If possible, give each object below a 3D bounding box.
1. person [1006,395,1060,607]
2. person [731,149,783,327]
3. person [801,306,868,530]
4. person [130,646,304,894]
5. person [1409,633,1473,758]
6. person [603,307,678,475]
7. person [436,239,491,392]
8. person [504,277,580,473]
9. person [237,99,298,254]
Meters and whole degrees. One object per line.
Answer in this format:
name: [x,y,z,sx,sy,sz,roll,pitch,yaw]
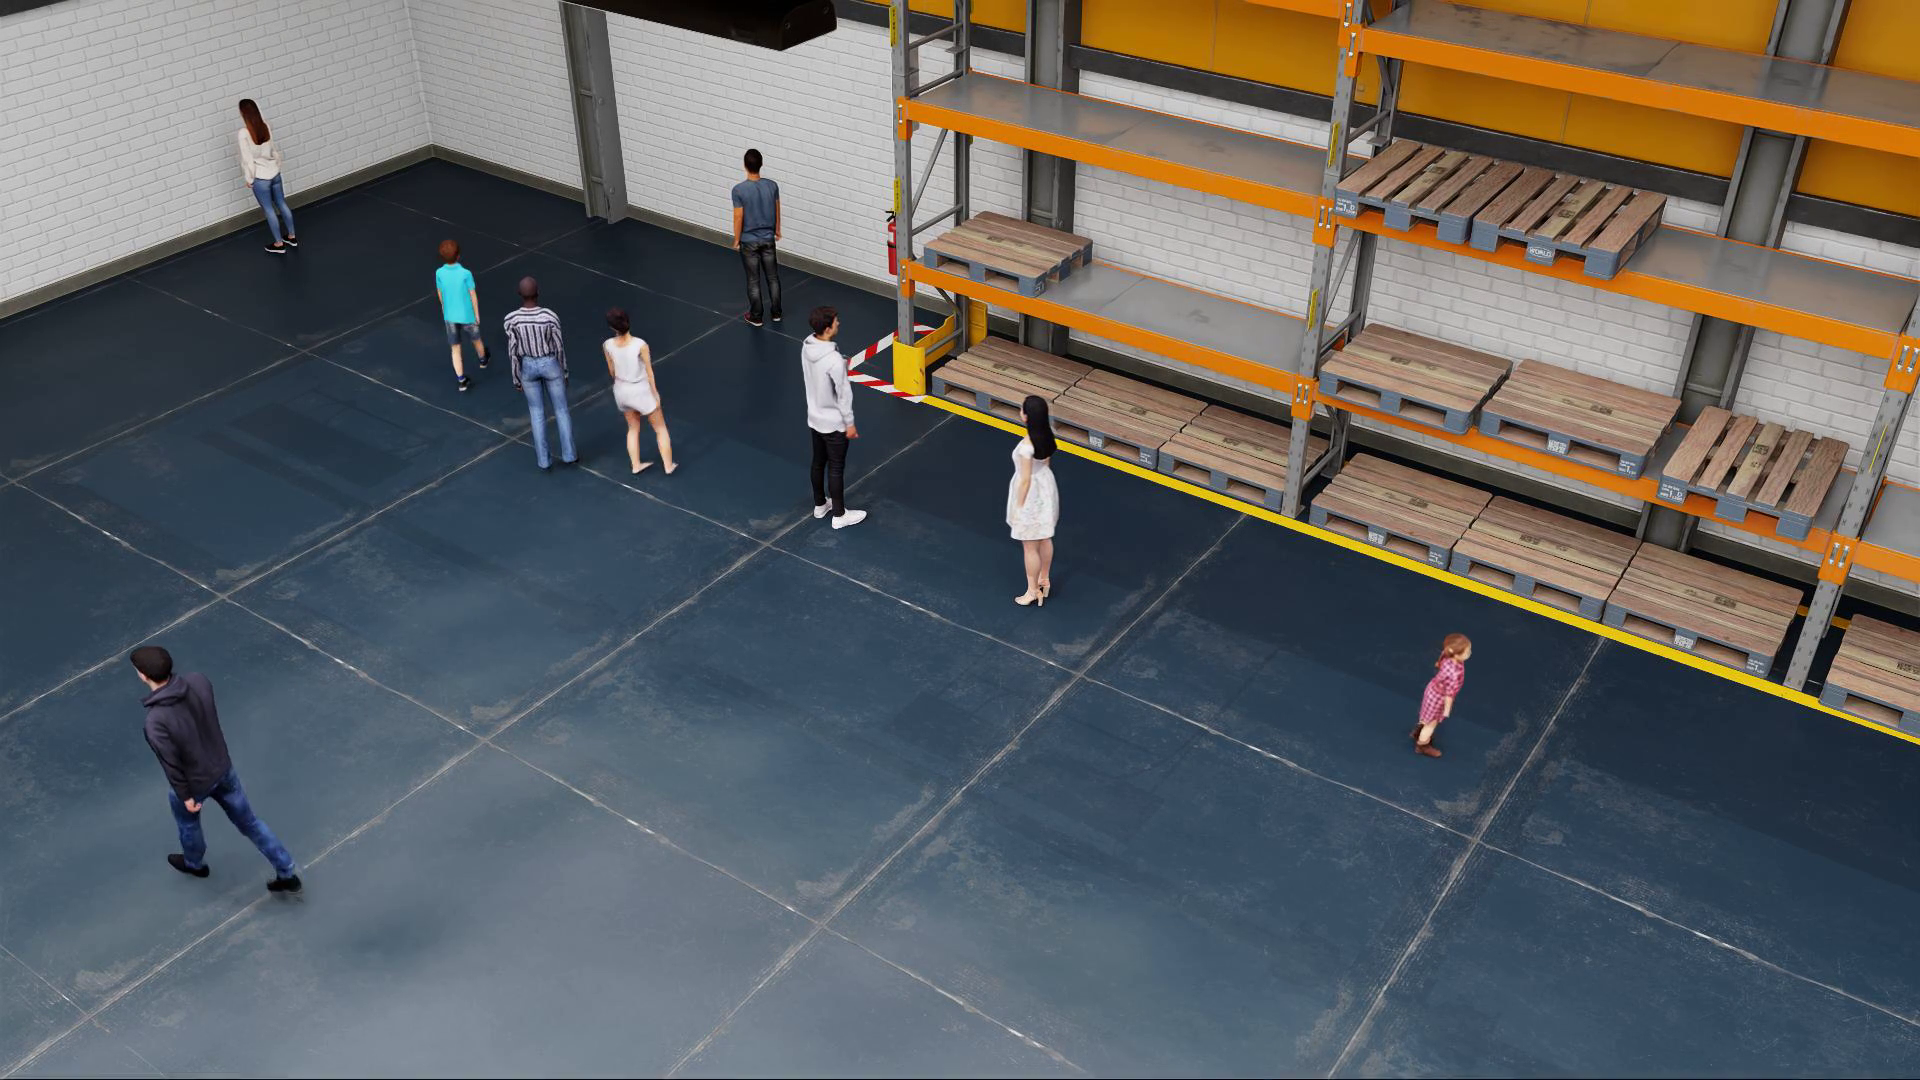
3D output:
person: [0.547,-0.290,12.485,0.629,1.773,0.646,19,38,27]
person: [-2.009,-3.009,16.542,0.731,1.810,0.701,-17,37,-23]
person: [-1.068,-0.997,13.406,0.786,1.931,0.616,-27,42,-34]
person: [-4.410,1.408,9.862,1.285,1.849,0.838,14,36,19]
person: [3.221,1.031,11.185,0.589,1.011,0.536,2,34,3]
person: [-2.798,-1.211,14.030,0.635,1.596,0.769,14,36,20]
person: [-4.680,-2.075,15.497,0.950,1.412,0.930,0,34,-1]
person: [-3.550,-1.398,14.133,0.693,1.794,0.754,-6,34,-8]
person: [-7.563,-3.966,18.089,0.597,1.691,0.657,15,36,21]
